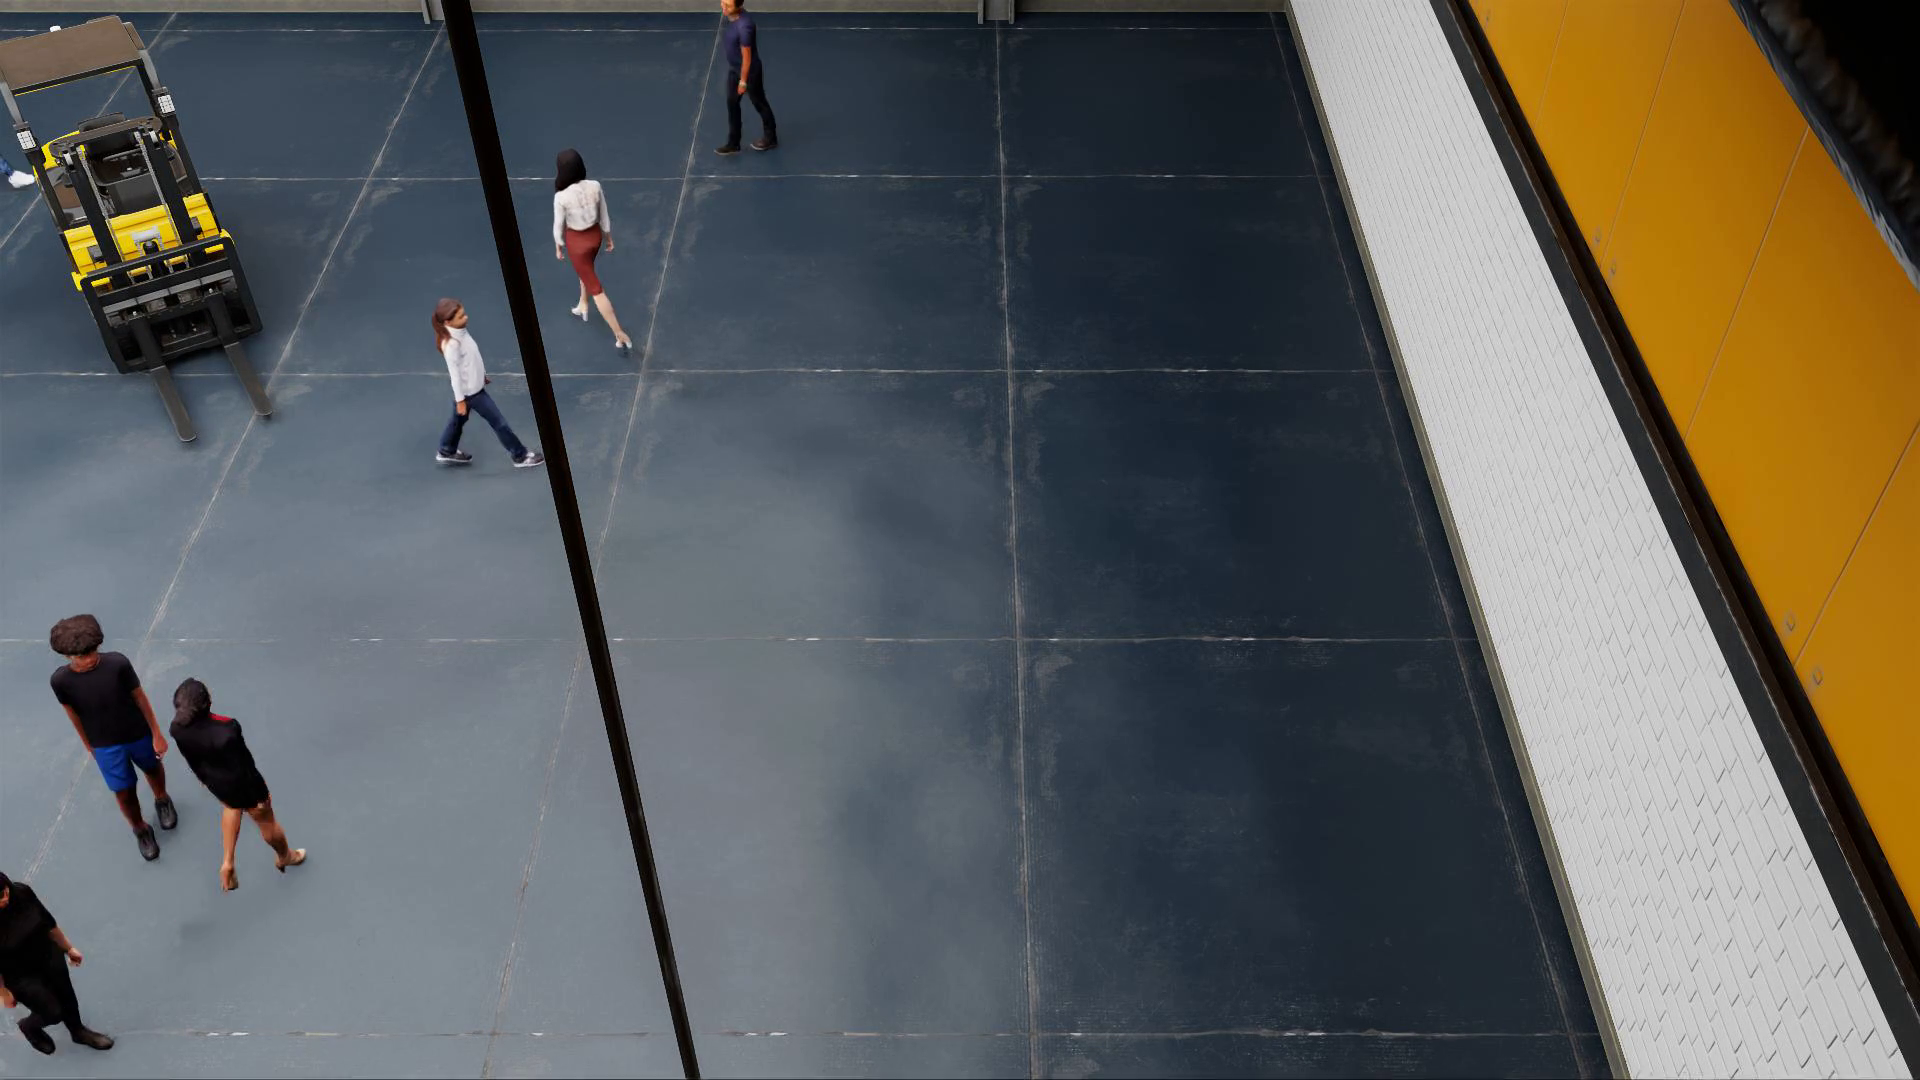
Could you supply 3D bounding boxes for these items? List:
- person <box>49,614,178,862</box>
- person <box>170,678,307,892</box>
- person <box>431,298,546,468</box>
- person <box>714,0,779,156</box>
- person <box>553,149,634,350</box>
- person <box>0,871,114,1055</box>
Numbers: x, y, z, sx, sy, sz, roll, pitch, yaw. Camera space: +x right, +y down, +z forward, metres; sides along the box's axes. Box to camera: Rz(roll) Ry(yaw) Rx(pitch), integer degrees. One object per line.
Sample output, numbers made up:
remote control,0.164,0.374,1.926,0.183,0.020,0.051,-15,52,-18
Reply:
person,-4.932,1.050,9.760,0.780,1.778,0.814,-19,47,-19
person,-4.183,1.439,9.460,0.776,1.630,0.780,13,45,14
person,-3.692,-1.118,12.228,1.074,1.513,0.592,-3,44,-3
person,-1.949,-4.393,15.496,1.029,1.747,0.936,-17,46,-17
person,-2.951,-2.276,13.302,1.063,1.709,1.118,-33,53,-30
person,-4.911,2.181,8.680,0.763,1.631,0.675,15,46,16
